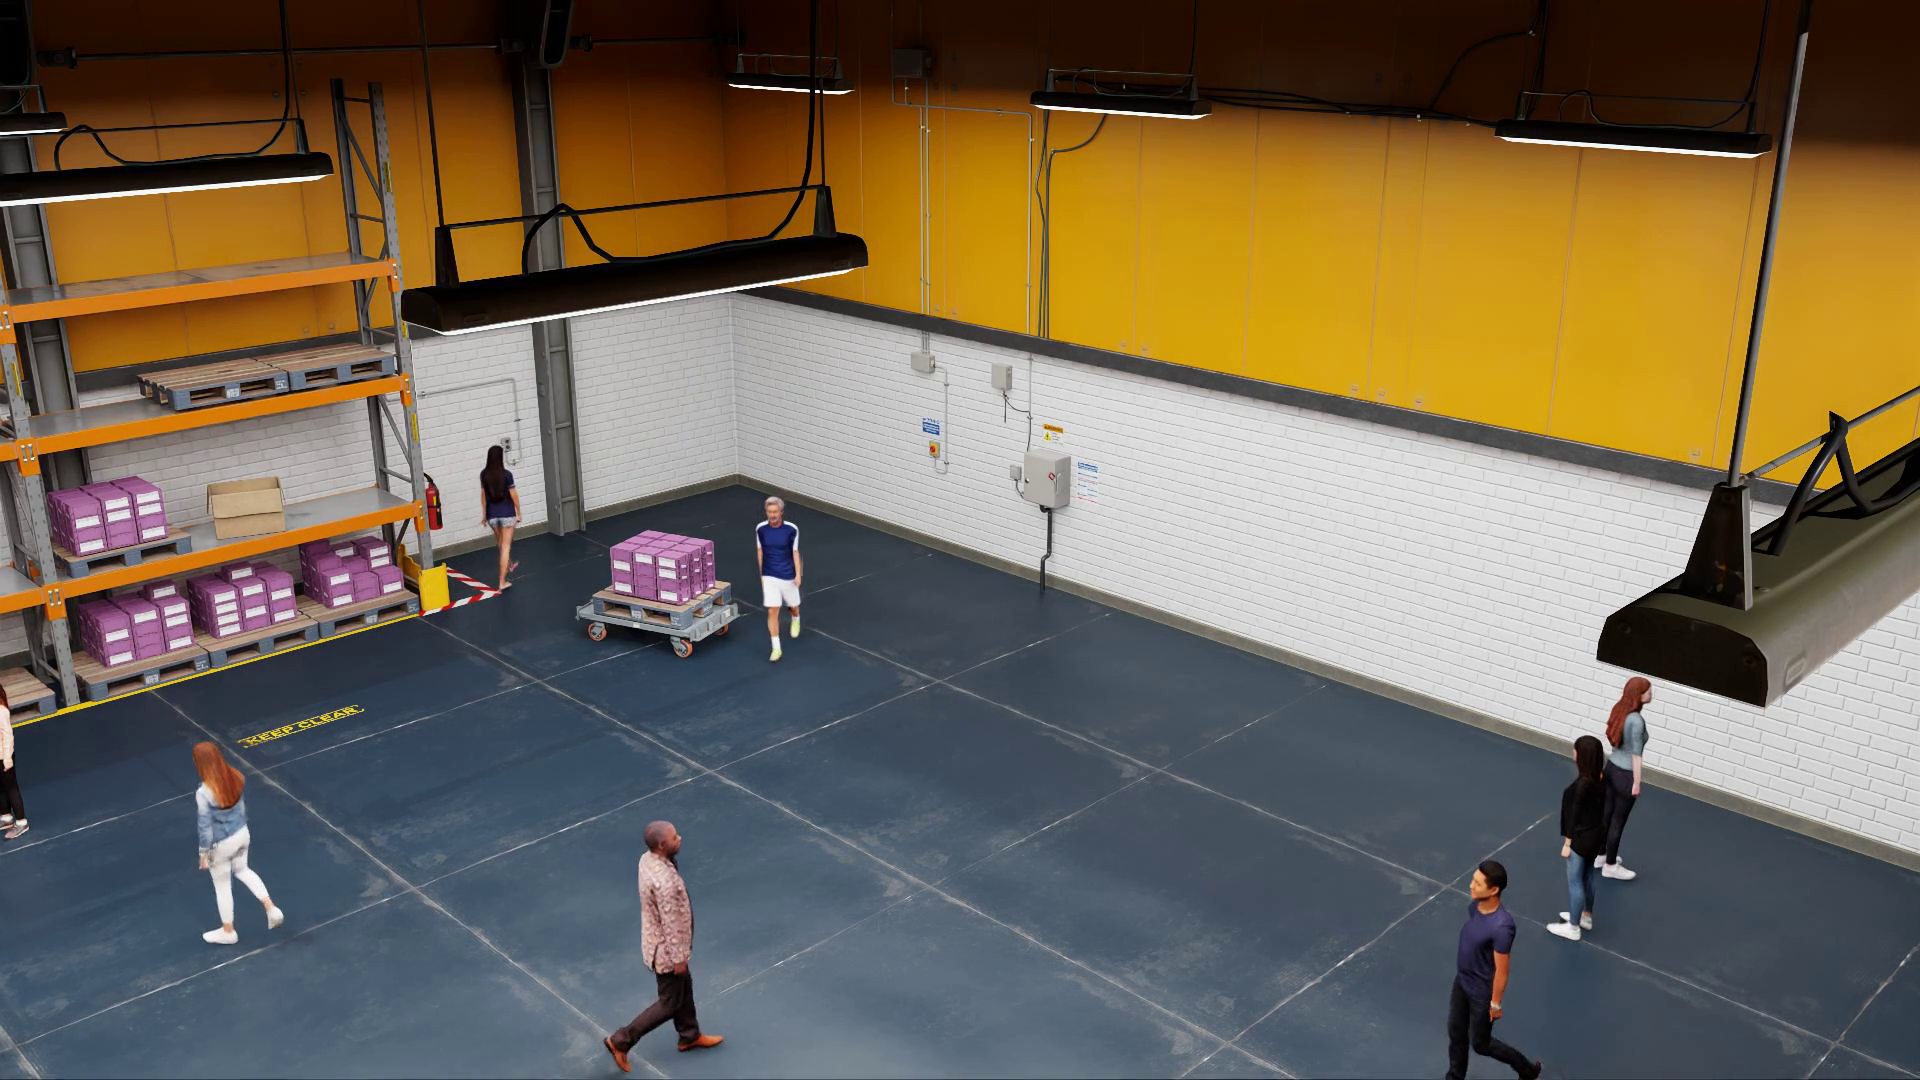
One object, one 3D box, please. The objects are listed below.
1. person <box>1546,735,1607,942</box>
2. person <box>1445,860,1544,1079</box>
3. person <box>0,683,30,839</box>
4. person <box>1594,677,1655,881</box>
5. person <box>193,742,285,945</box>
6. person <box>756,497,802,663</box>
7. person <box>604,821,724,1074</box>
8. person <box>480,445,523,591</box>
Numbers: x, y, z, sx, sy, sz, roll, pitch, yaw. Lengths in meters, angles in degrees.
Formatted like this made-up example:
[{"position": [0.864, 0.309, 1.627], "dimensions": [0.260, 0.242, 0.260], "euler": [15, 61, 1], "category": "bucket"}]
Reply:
[{"position": [4.782, 2.264, 12.732], "dimensions": [0.614, 1.643, 0.469], "euler": [16, 24, 39], "category": "person"}, {"position": [3.432, 2.872, 10.719], "dimensions": [1.102, 1.776, 0.997], "euler": [-2, 19, -6], "category": "person"}, {"position": [-8.258, 1.831, 14.268], "dimensions": [0.630, 1.484, 0.618], "euler": [8, 20, 24], "category": "person"}, {"position": [5.415, 1.924, 13.588], "dimensions": [0.718, 1.742, 0.665], "euler": [-1, 19, -2], "category": "person"}, {"position": [-5.479, 2.291, 12.576], "dimensions": [0.925, 1.692, 0.923], "euler": [5, 19, 15], "category": "person"}, {"position": [-1.941, 0.368, 18.110], "dimensions": [1.113, 1.805, 1.199], "euler": [1, 19, 3], "category": "person"}, {"position": [-2.047, 2.732, 11.123], "dimensions": [1.167, 1.785, 0.993], "euler": [-6, 20, -17], "category": "person"}, {"position": [-5.552, -0.240, 20.046], "dimensions": [0.979, 1.721, 1.115], "euler": [3, 19, 8], "category": "person"}]
